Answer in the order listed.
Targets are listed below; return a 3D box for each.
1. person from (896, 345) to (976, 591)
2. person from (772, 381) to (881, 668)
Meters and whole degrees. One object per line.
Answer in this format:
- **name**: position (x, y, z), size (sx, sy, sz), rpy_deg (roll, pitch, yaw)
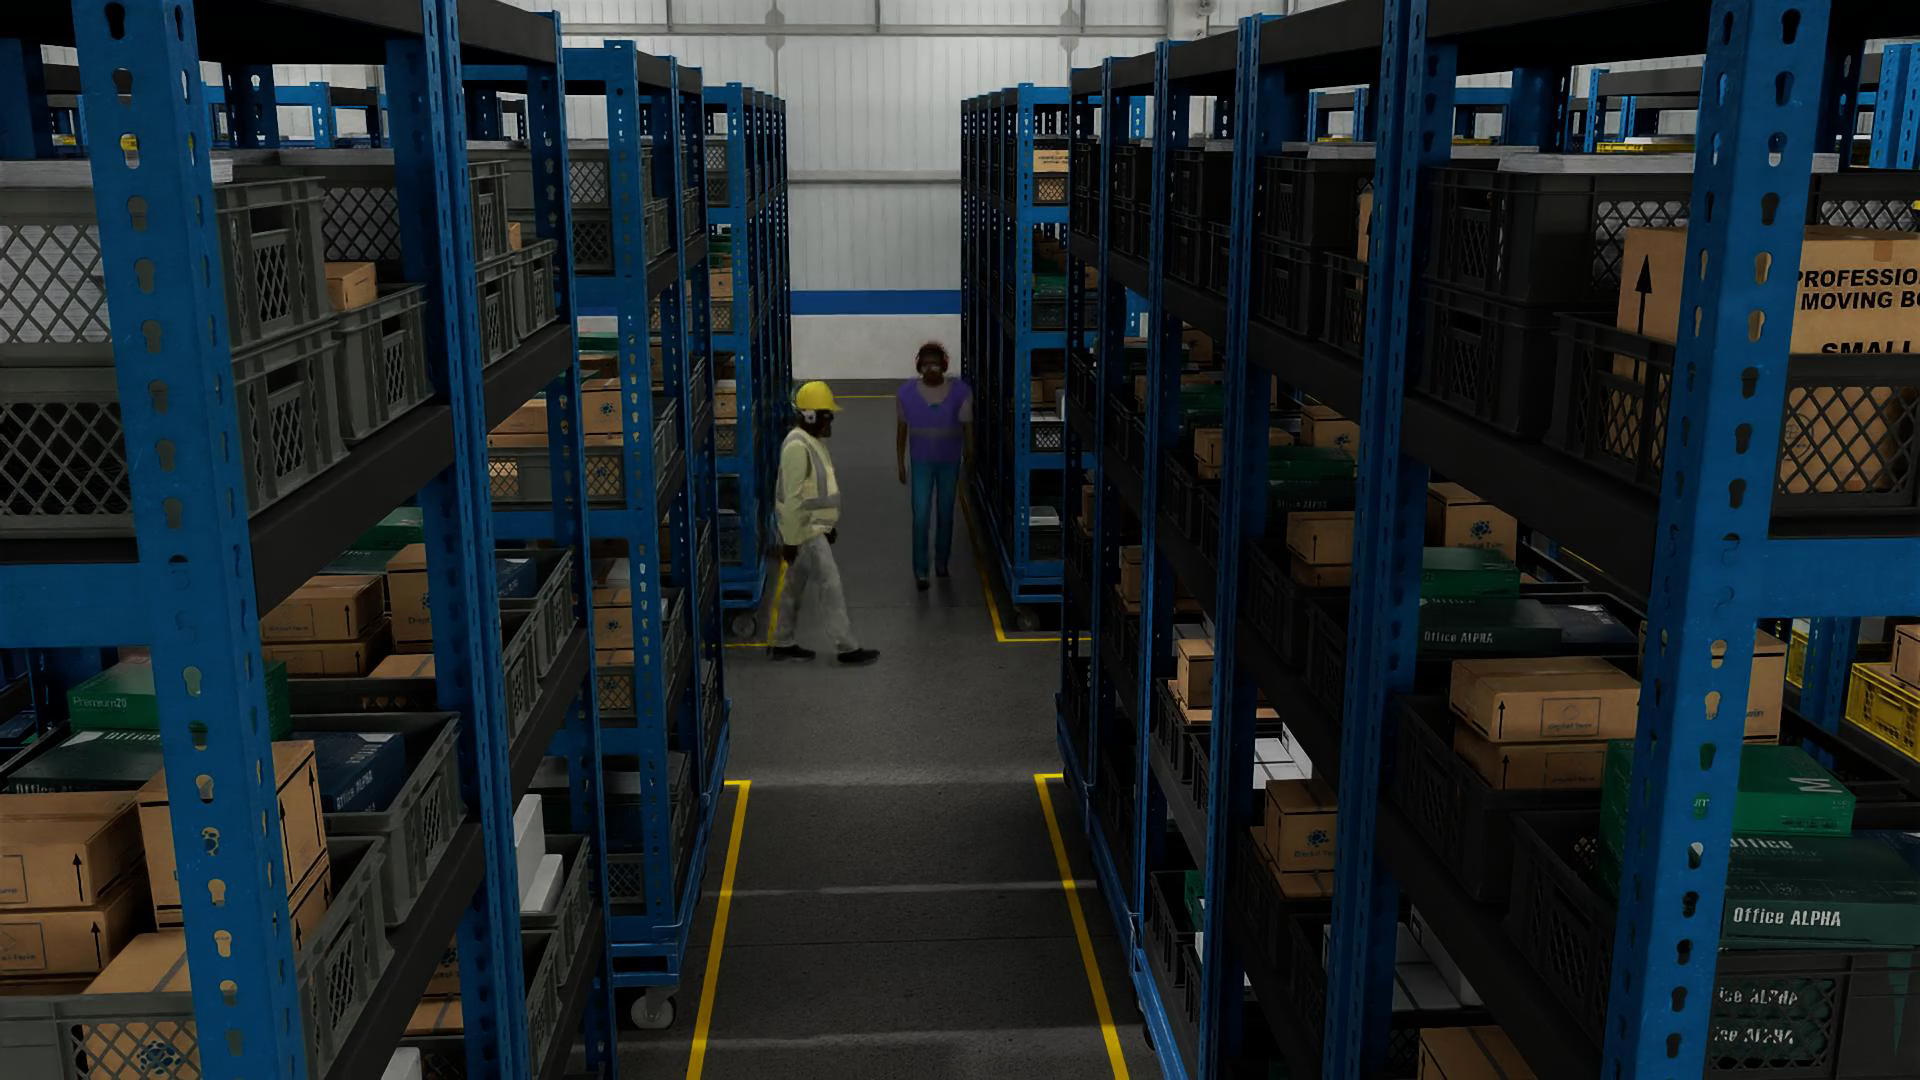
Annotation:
- **person**: position (-0.176, -0.532, 12.199), size (0.578, 1.792, 0.946), rpy_deg (-1, 14, -4)
- **person**: position (-0.831, -0.088, 10.382), size (0.821, 1.796, 0.624), rpy_deg (1, 14, 2)
